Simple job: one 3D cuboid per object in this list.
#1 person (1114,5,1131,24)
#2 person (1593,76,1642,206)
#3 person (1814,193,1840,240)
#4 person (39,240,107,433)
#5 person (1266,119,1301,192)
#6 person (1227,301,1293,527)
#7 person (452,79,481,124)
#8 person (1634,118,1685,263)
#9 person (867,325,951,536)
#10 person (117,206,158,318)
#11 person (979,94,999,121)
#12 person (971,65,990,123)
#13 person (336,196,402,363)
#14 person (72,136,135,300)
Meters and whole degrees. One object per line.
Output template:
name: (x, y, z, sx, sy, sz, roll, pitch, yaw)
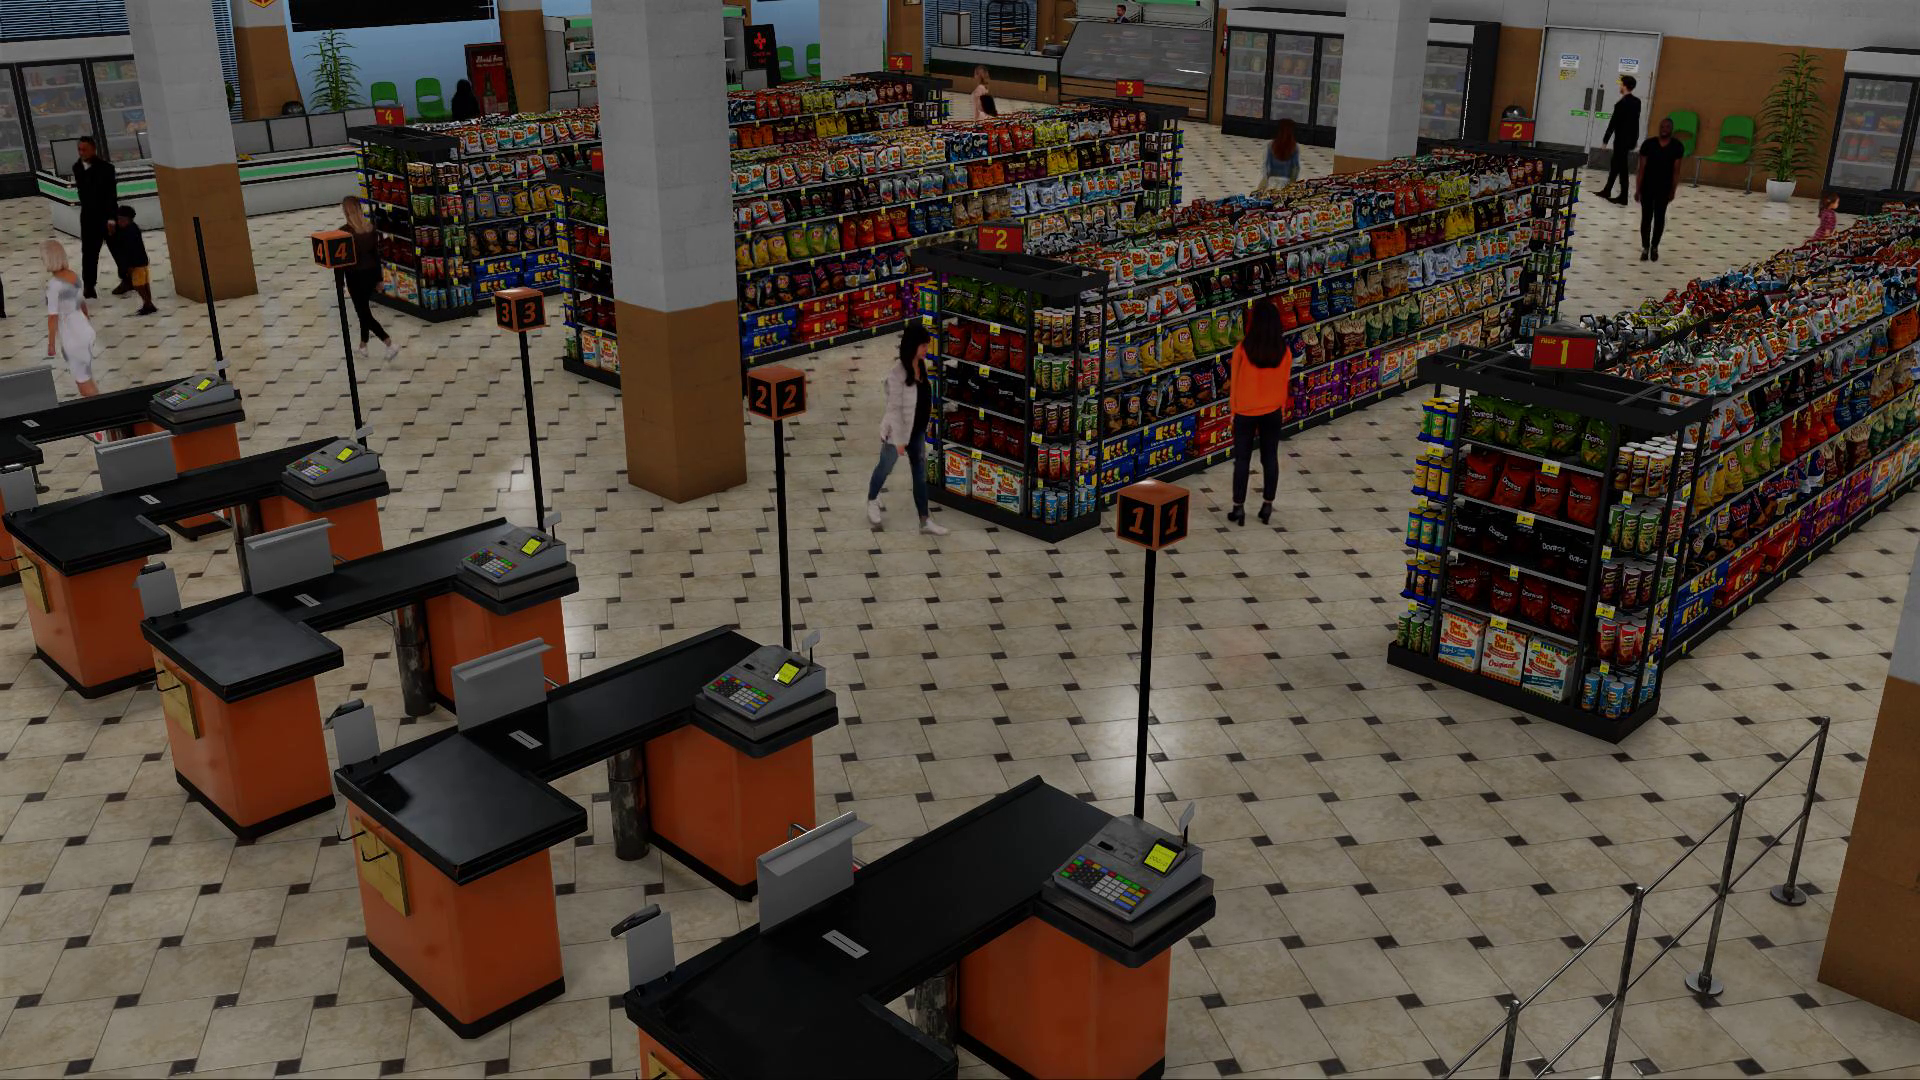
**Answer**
person: (3.716, -11.425, 38.514, 0.614, 1.868, 0.565, 20, 30, 41)
person: (10.030, -5.971, 24.938, 0.863, 1.871, 0.842, -16, 27, -35)
person: (10.746, -3.806, 20.691, 0.555, 1.020, 0.475, 5, 22, 13)
person: (-7.724, -1.776, 14.676, 0.753, 1.738, 0.692, 1, 22, 2)
person: (4.214, -4.665, 21.969, 0.924, 1.662, 1.133, 7, 23, 16)
person: (2.264, -0.955, 12.618, 0.676, 1.749, 0.757, -2, 22, -6)
person: (-7.988, -6.594, 26.873, 1.072, 1.583, 1.173, 2, 22, 4)
person: (8.957, -4.513, 21.397, 0.769, 1.805, 0.789, 11, 24, 25)
person: (-0.475, -0.830, 12.517, 0.777, 1.593, 1.028, 18, 28, 37)
person: (-9.309, -3.171, 18.802, 0.675, 1.250, 0.634, 2, 22, 4)
person: (0.496, -5.757, 24.683, 0.945, 1.664, 0.917, 6, 23, 16)
person: (0.354, -6.737, 26.903, 0.710, 1.828, 0.568, 8, 23, 19)
person: (-6.000, -2.592, 16.797, 0.821, 1.671, 1.075, 13, 26, 30)
person: (-9.988, -3.781, 19.494, 1.128, 1.866, 1.267, 4, 22, 10)
